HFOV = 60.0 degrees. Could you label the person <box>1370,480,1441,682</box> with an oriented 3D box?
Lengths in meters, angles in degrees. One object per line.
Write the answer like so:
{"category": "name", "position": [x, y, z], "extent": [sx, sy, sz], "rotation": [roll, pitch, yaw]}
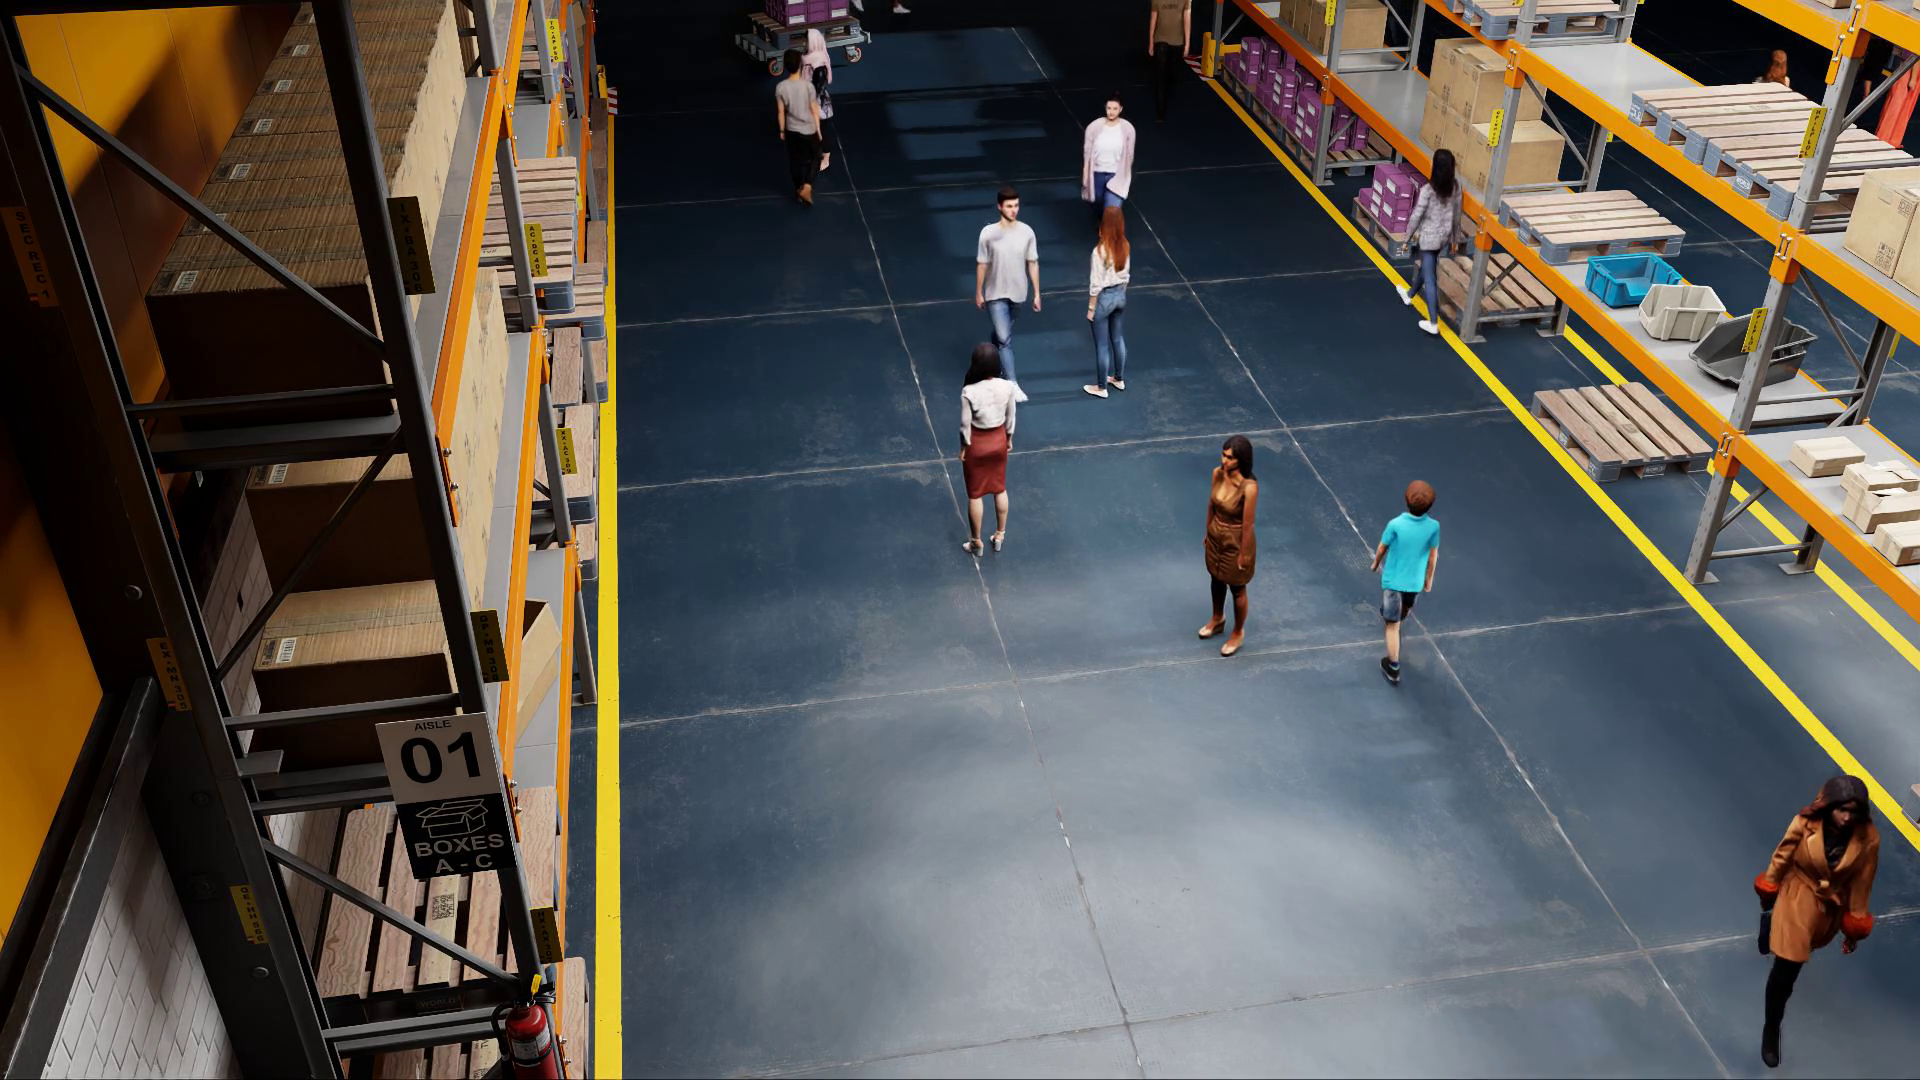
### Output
{"category": "person", "position": [2.991, 0.297, 11.126], "extent": [0.561, 1.413, 0.936], "rotation": [-3, 34, -5]}

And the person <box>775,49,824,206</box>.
{"category": "person", "position": [-1.727, -4.411, 17.942], "extent": [0.797, 1.709, 0.917], "rotation": [6, 34, 9]}

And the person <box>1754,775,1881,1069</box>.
{"category": "person", "position": [4.359, 1.834, 8.563], "extent": [1.009, 1.690, 1.260], "rotation": [9, 35, 13]}

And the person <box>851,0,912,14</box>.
{"category": "person", "position": [-1.192, -8.452, 24.027], "extent": [0.980, 1.704, 1.141], "rotation": [8, 35, 12]}

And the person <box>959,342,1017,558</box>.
{"category": "person", "position": [0.189, -0.661, 12.262], "extent": [0.641, 1.751, 0.589], "rotation": [-14, 36, -20]}

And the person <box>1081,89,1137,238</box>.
{"category": "person", "position": [1.504, -3.738, 16.926], "extent": [0.943, 1.713, 1.200], "rotation": [7, 34, 10]}

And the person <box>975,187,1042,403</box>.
{"category": "person", "position": [0.364, -2.189, 14.479], "extent": [0.865, 1.843, 1.251], "rotation": [-13, 36, -19]}

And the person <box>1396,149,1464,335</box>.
{"category": "person", "position": [4.444, -2.733, 15.434], "extent": [0.786, 1.691, 1.141], "rotation": [-12, 35, -17]}

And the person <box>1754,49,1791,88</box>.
{"category": "person", "position": [8.816, -4.512, 18.211], "extent": [0.794, 1.580, 1.137], "rotation": [5, 34, 7]}

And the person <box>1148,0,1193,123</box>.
{"category": "person", "position": [2.560, -6.111, 20.394], "extent": [0.843, 1.825, 1.209], "rotation": [2, 34, 2]}

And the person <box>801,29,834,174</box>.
{"category": "person", "position": [-1.631, -5.006, 18.908], "extent": [0.740, 1.630, 0.623], "rotation": [-13, 36, -18]}

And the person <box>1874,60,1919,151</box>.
{"category": "person", "position": [11.087, -5.418, 19.372], "extent": [0.782, 1.802, 0.730], "rotation": [23, 40, 30]}

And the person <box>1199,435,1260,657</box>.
{"category": "person", "position": [1.841, 0.024, 11.290], "extent": [0.694, 1.686, 0.584], "rotation": [-22, 39, -29]}

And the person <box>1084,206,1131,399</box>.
{"category": "person", "position": [1.295, -2.058, 14.388], "extent": [0.653, 1.725, 0.657], "rotation": [-26, 41, -33]}
